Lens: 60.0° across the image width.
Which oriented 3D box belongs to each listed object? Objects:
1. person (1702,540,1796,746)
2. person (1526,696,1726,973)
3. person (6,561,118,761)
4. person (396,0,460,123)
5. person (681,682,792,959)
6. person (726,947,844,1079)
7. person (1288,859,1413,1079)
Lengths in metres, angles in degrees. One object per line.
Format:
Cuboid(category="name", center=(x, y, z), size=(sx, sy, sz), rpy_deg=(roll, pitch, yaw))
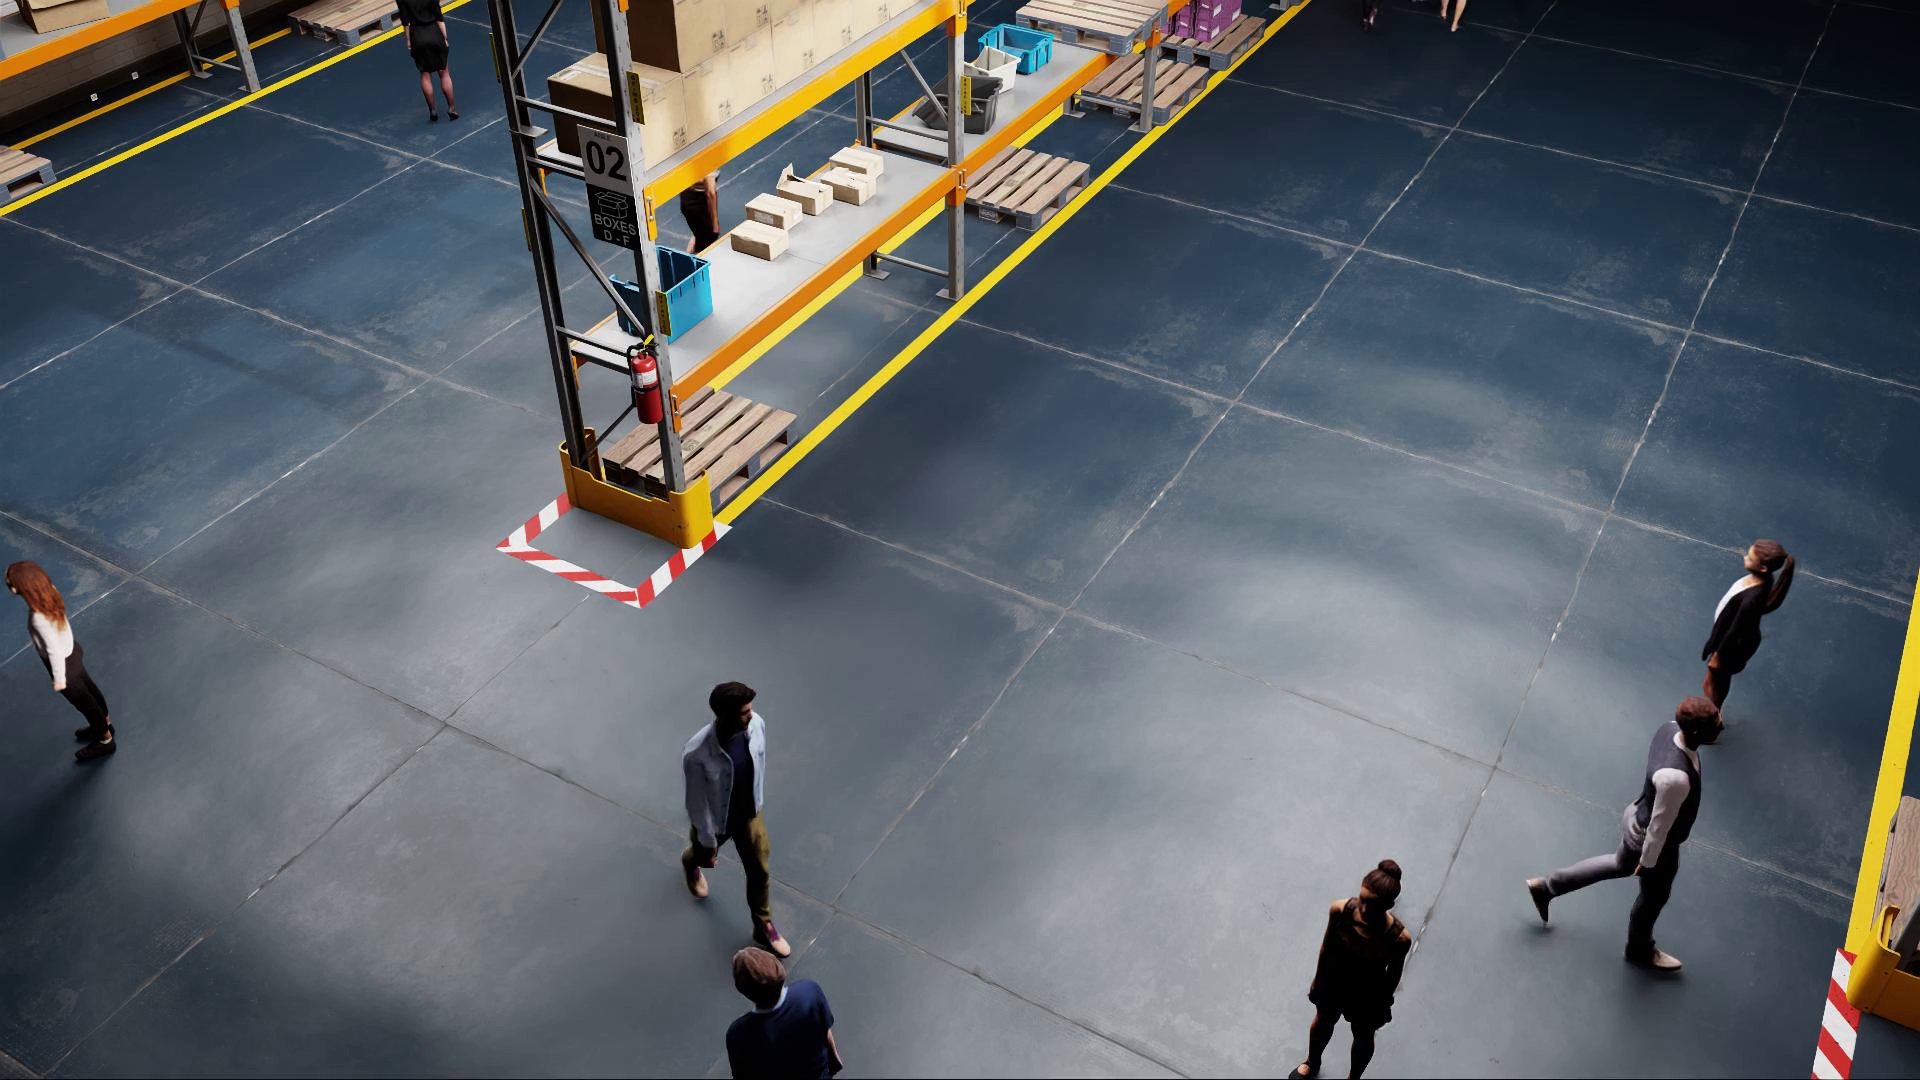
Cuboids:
Cuboid(category="person", center=(4.756, 0.612, 10.181), size=(0.617, 1.556, 0.540), rpy_deg=(26, 45, 29))
Cuboid(category="person", center=(3.554, 1.514, 8.768), size=(0.858, 1.910, 1.112), rpy_deg=(13, 40, 16))
Cuboid(category="person", center=(-5.447, 0.712, 10.113), size=(0.660, 1.485, 0.613), rpy_deg=(-13, 40, -16))
Cuboid(category="person", center=(-5.546, -5.185, 17.320), size=(0.652, 1.705, 0.693), rpy_deg=(-6, 39, -8))
Cuboid(category="person", center=(-1.315, 1.436, 8.975), size=(1.203, 1.773, 1.052), rpy_deg=(-23, 44, -27))
Cuboid(category="person", center=(-0.722, 2.537, 7.542), size=(0.958, 1.841, 0.980), rpy_deg=(-17, 42, -21))
Cuboid(category="person", center=(1.933, 2.175, 8.130), size=(0.584, 1.673, 0.572), rpy_deg=(23, 44, 26))
